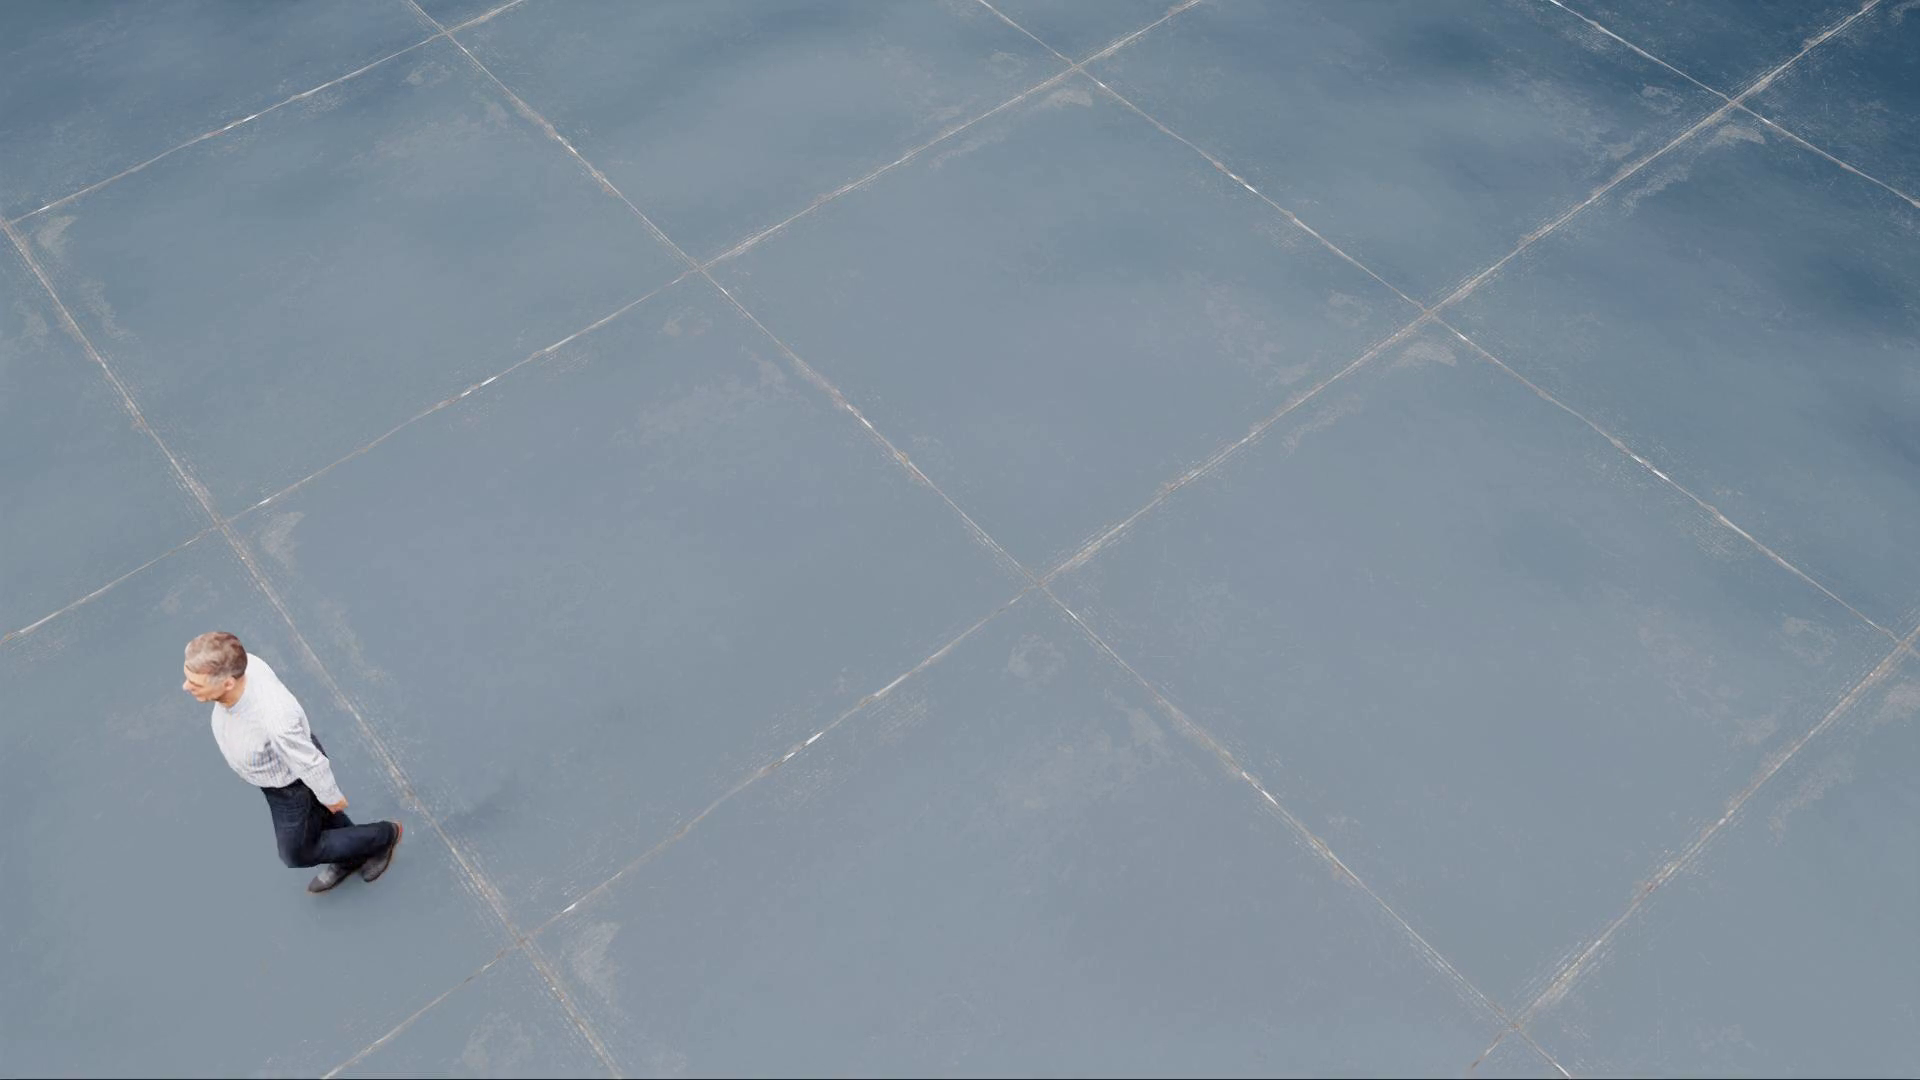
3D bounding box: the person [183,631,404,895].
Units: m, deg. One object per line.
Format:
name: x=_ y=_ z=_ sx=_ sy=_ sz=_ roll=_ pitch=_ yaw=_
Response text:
person: x=-2.645 y=0.885 z=6.714 sx=0.678 sy=1.808 sz=0.638 roll=-34 pitch=60 yaw=-24
